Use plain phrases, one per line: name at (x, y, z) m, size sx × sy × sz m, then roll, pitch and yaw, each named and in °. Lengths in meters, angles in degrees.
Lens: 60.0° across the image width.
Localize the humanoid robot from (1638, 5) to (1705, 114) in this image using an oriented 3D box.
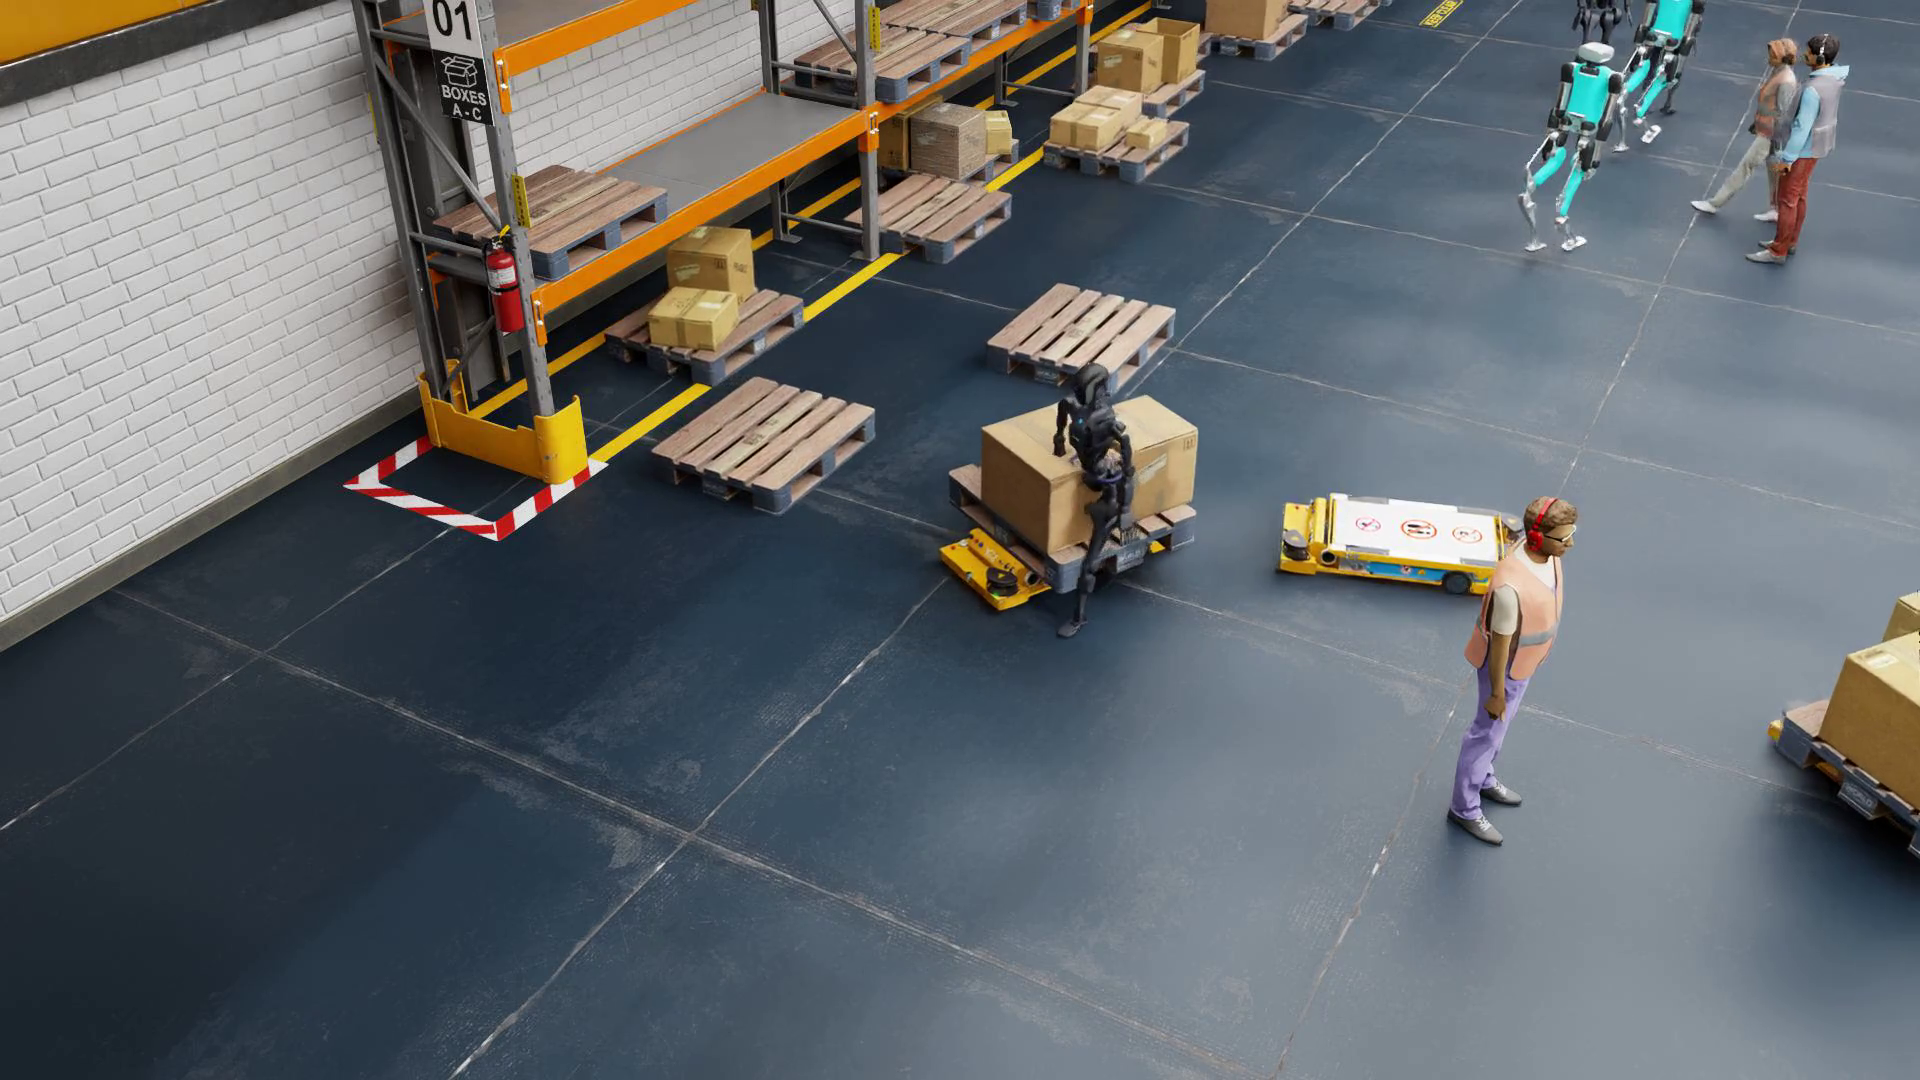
humanoid robot at (7.055, -5.048, 16.546) m, size 0.609 × 1.670 × 0.409 m, roll 28°, pitch 42°, yaw 35°

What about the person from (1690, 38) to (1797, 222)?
person at (6.860, -3.498, 14.228) m, size 0.825 × 1.587 × 0.547 m, roll 11°, pitch 35°, yaw 16°

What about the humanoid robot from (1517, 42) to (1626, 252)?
humanoid robot at (4.854, -3.076, 13.490) m, size 0.939 × 1.756 × 0.547 m, roll -26°, pitch 41°, yaw -34°

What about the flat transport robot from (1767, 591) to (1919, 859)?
flat transport robot at (4.831, 1.240, 8.272) m, size 0.659 × 0.231 × 1.431 m, roll -14°, pitch 36°, yaw -20°

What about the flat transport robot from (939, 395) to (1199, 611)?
flat transport robot at (0.648, -0.013, 10.167) m, size 1.431 × 0.231 × 0.659 m, roll -20°, pitch 38°, yaw -27°

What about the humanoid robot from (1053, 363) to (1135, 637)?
humanoid robot at (0.772, -0.290, 9.361) m, size 0.770 × 1.628 × 0.611 m, roll -29°, pitch 43°, yaw -36°

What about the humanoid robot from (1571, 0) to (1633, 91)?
humanoid robot at (6.638, -5.467, 17.140) m, size 0.600 × 1.655 × 0.348 m, roll 0°, pitch 33°, yaw 0°

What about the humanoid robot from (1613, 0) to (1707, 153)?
humanoid robot at (6.403, -4.359, 15.437) m, size 0.560 × 1.746 × 1.044 m, roll 26°, pitch 41°, yaw 34°

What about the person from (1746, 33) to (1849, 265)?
person at (6.824, -3.148, 13.462) m, size 0.414 × 1.872 × 0.535 m, roll 24°, pitch 40°, yaw 31°

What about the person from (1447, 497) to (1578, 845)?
person at (2.583, 0.584, 7.835) m, size 0.388 × 1.845 × 0.564 m, roll 20°, pitch 38°, yaw 27°

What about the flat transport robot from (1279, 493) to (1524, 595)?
flat transport robot at (2.690, 0.022, 10.115) m, size 1.431 × 0.231 × 0.659 m, roll 7°, pitch 34°, yaw 10°
